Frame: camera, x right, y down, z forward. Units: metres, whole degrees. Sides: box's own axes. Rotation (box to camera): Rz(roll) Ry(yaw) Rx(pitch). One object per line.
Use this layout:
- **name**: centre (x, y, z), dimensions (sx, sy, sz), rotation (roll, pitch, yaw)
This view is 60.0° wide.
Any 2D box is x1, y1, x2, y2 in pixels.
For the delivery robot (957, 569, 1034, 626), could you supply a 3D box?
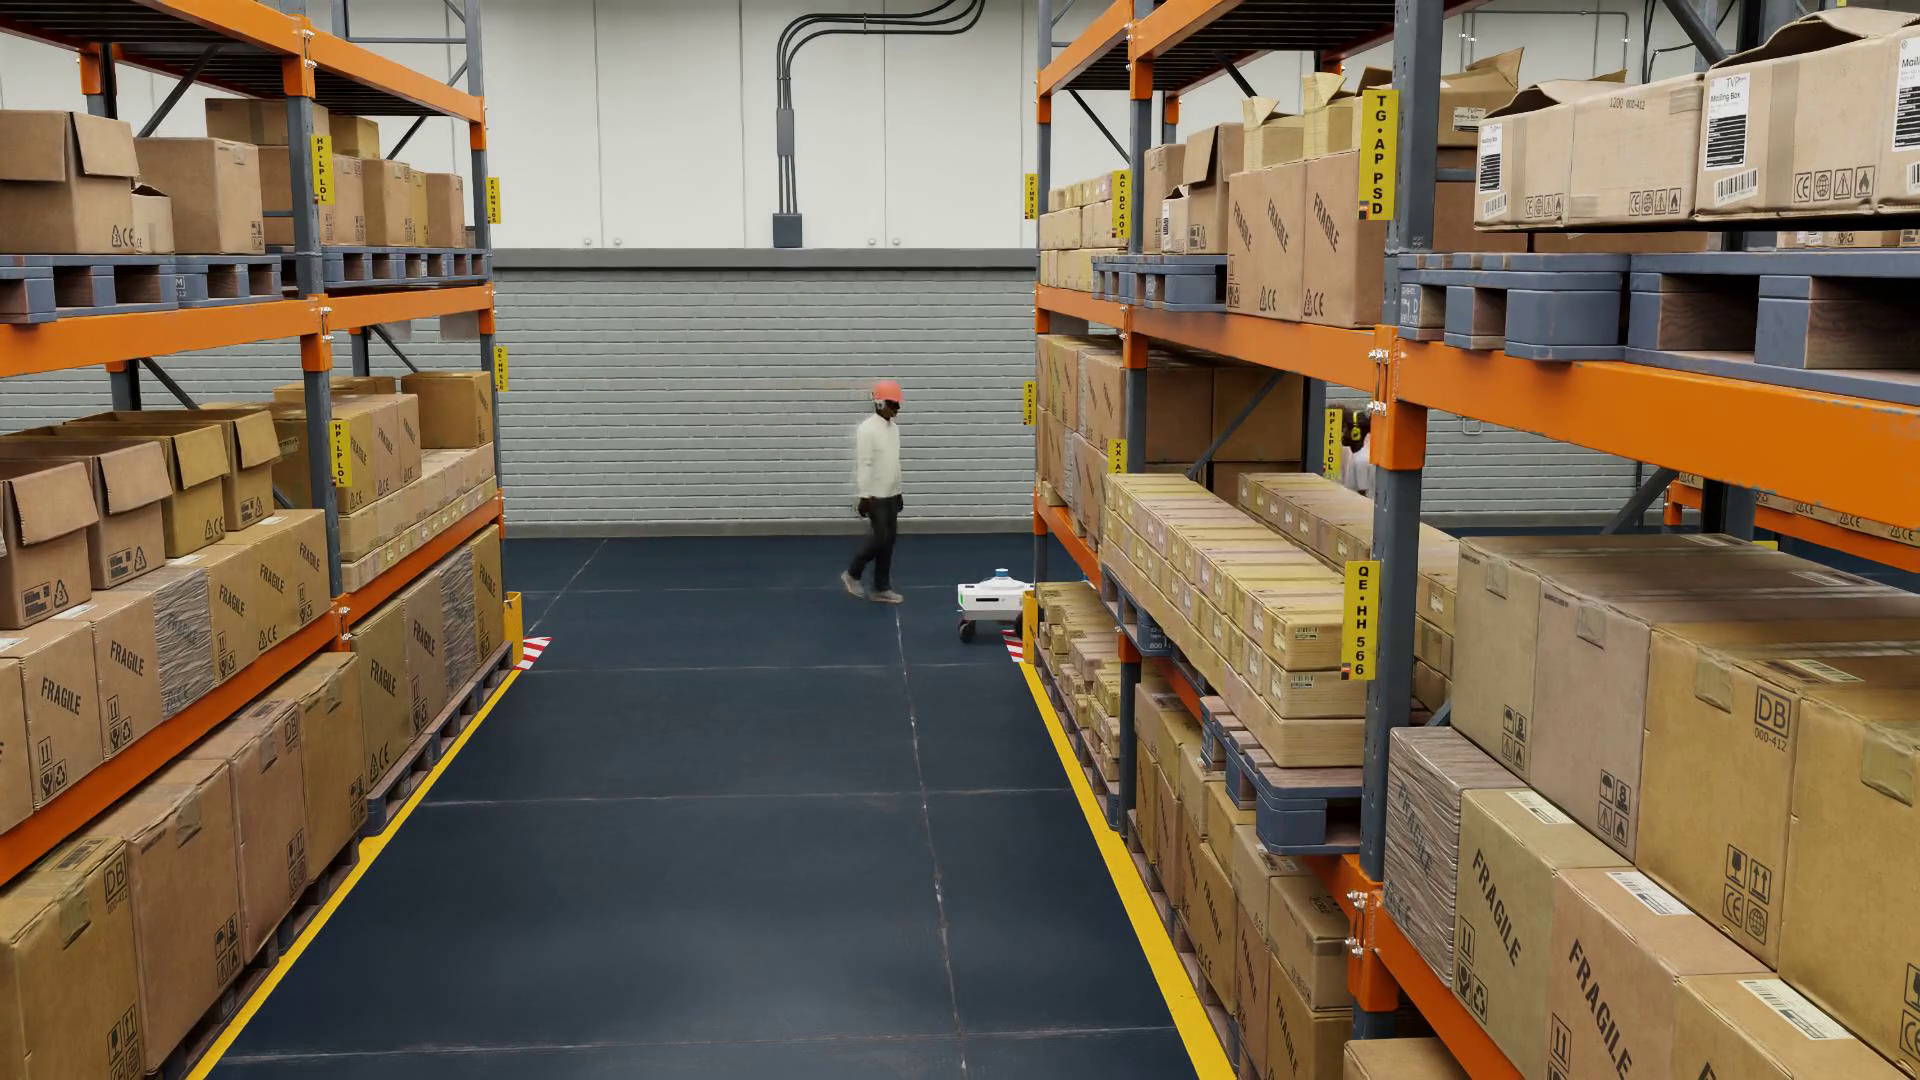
- **delivery robot**: centre (0.332, 0.472, 13.258), dimensions (0.707, 0.478, 0.477), rotation (0, 10, -2)

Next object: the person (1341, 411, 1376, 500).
- **person**: centre (3.137, -0.078, 13.027), dimensions (0.414, 1.841, 0.532), rotation (3, 10, 17)

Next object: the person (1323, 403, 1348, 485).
- **person**: centre (3.467, -0.335, 14.740), dimensions (0.974, 1.778, 0.659), rotation (-6, 11, -32)

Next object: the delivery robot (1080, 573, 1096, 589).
- **delivery robot**: centre (1.024, 0.496, 13.118), dimensions (0.707, 0.478, 0.477), rotation (-5, 11, -29)

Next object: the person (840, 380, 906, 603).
- **person**: centre (-0.708, -0.417, 14.589), dimensions (0.466, 1.975, 0.626), rotation (5, 11, 27)

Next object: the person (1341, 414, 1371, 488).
- **person**: centre (3.338, -0.197, 13.785), dimensions (0.627, 1.816, 0.659), rotation (-5, 11, -28)
